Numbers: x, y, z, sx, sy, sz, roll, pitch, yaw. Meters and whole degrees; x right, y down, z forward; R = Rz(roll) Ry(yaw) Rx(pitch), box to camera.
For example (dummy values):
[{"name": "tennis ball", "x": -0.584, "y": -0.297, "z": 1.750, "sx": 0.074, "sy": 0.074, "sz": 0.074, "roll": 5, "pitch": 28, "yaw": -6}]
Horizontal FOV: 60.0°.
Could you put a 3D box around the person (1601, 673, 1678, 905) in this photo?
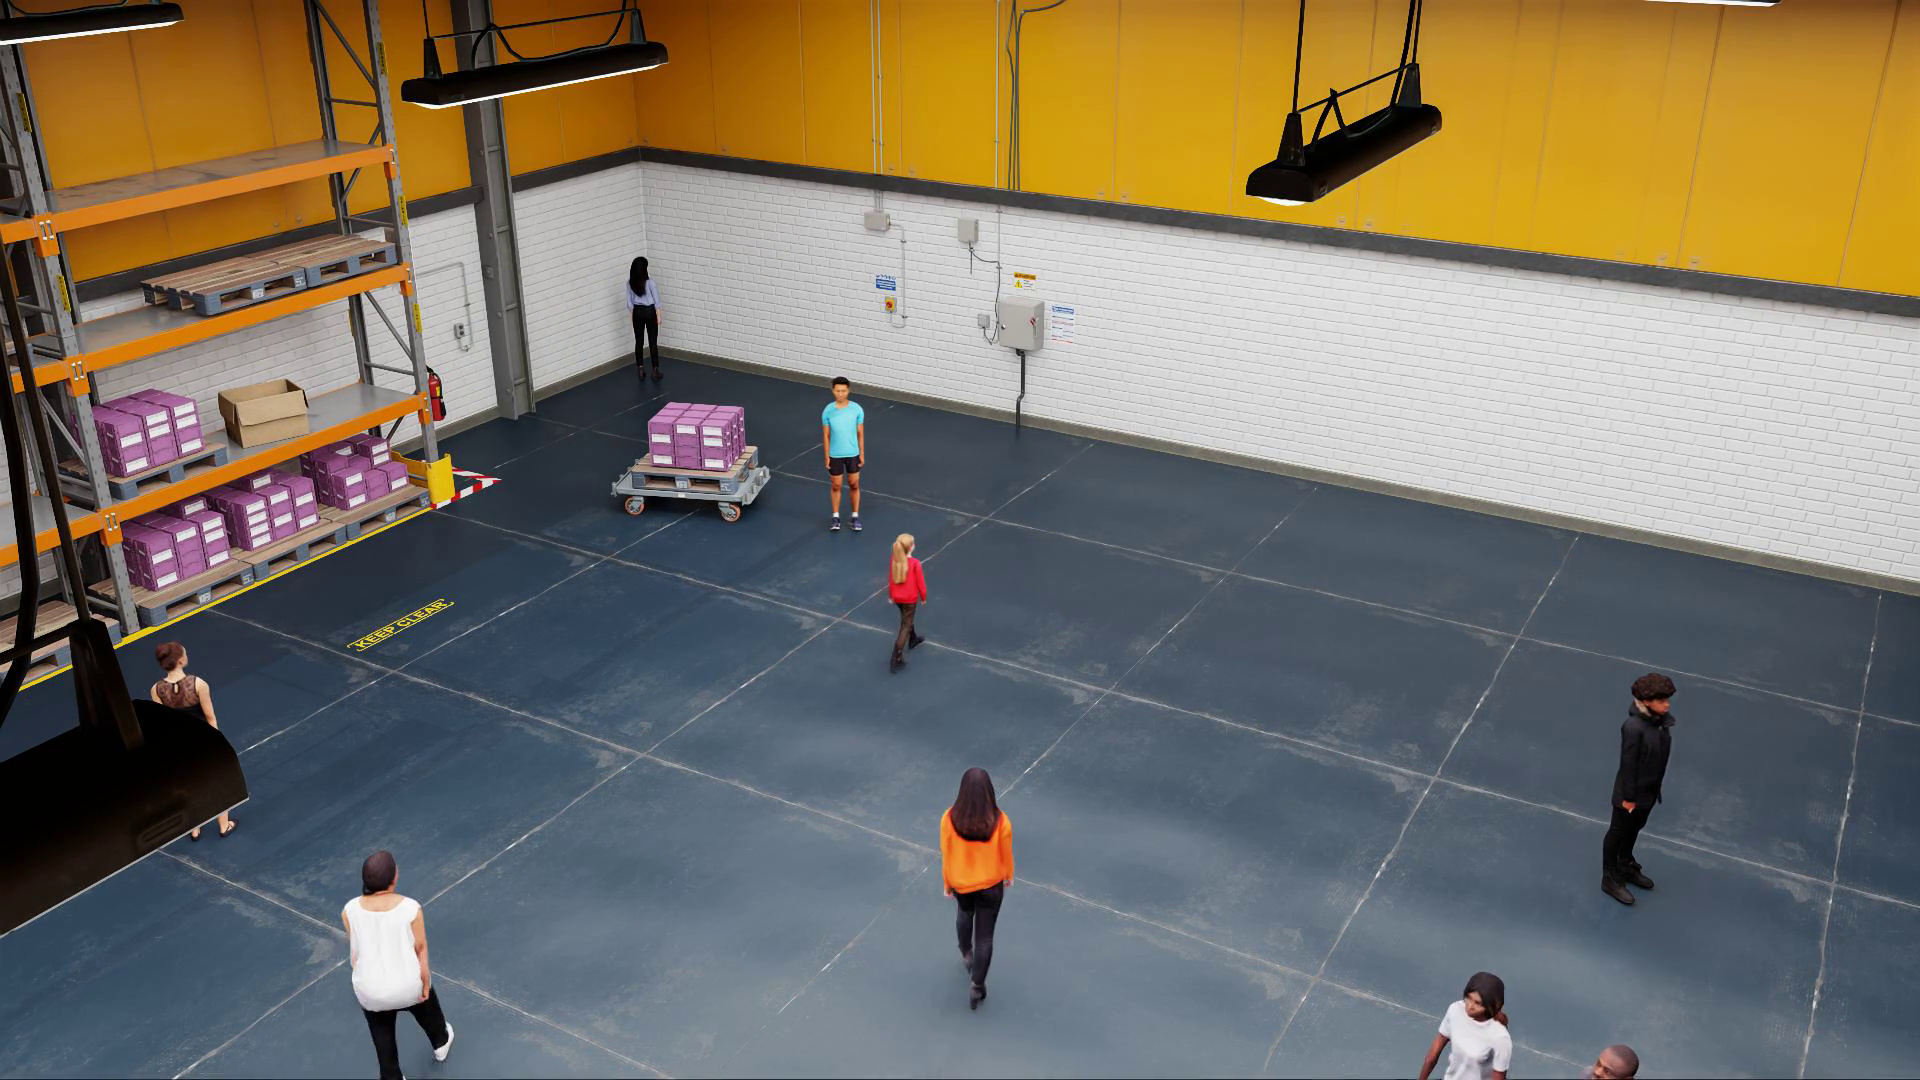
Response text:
[{"name": "person", "x": 4.929, "y": 1.767, "z": 12.103, "sx": 0.658, "sy": 1.781, "sz": 0.771, "roll": -18, "pitch": 29, "yaw": -35}]

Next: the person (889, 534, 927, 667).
[{"name": "person", "x": -0.530, "y": 0.572, "z": 15.491, "sx": 0.502, "sy": 1.256, "sz": 0.902, "roll": 14, "pitch": 27, "yaw": 28}]

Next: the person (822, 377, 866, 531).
[{"name": "person", "x": -1.276, "y": -0.955, "z": 18.339, "sx": 0.683, "sy": 1.773, "sz": 0.706, "roll": -2, "pitch": 24, "yaw": -5}]

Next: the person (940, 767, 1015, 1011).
[{"name": "person", "x": 0.100, "y": 2.315, "z": 10.913, "sx": 0.738, "sy": 1.729, "sz": 0.870, "roll": 7, "pitch": 24, "yaw": 15}]

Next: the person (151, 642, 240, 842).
[{"name": "person", "x": -5.907, "y": 1.537, "z": 12.758, "sx": 0.680, "sy": 1.677, "sz": 0.734, "roll": -5, "pitch": 24, "yaw": -11}]

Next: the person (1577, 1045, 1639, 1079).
[{"name": "person", "x": 3.237, "y": 3.320, "z": 8.499, "sx": 0.847, "sy": 1.821, "sz": 0.794, "roll": -7, "pitch": 24, "yaw": -15}]

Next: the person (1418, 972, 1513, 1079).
[{"name": "person", "x": 2.876, "y": 3.077, "z": 9.205, "sx": 0.975, "sy": 1.701, "sz": 0.876, "roll": -9, "pitch": 25, "yaw": -20}]

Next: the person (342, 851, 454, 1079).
[{"name": "person", "x": -3.479, "y": 2.701, "z": 10.110, "sx": 0.929, "sy": 1.664, "sz": 1.051, "roll": -1, "pitch": 24, "yaw": -3}]

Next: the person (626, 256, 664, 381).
[{"name": "person", "x": -4.428, "y": -3.115, "z": 23.318, "sx": 0.716, "sy": 1.743, "sz": 0.662, "roll": 5, "pitch": 24, "yaw": 11}]
